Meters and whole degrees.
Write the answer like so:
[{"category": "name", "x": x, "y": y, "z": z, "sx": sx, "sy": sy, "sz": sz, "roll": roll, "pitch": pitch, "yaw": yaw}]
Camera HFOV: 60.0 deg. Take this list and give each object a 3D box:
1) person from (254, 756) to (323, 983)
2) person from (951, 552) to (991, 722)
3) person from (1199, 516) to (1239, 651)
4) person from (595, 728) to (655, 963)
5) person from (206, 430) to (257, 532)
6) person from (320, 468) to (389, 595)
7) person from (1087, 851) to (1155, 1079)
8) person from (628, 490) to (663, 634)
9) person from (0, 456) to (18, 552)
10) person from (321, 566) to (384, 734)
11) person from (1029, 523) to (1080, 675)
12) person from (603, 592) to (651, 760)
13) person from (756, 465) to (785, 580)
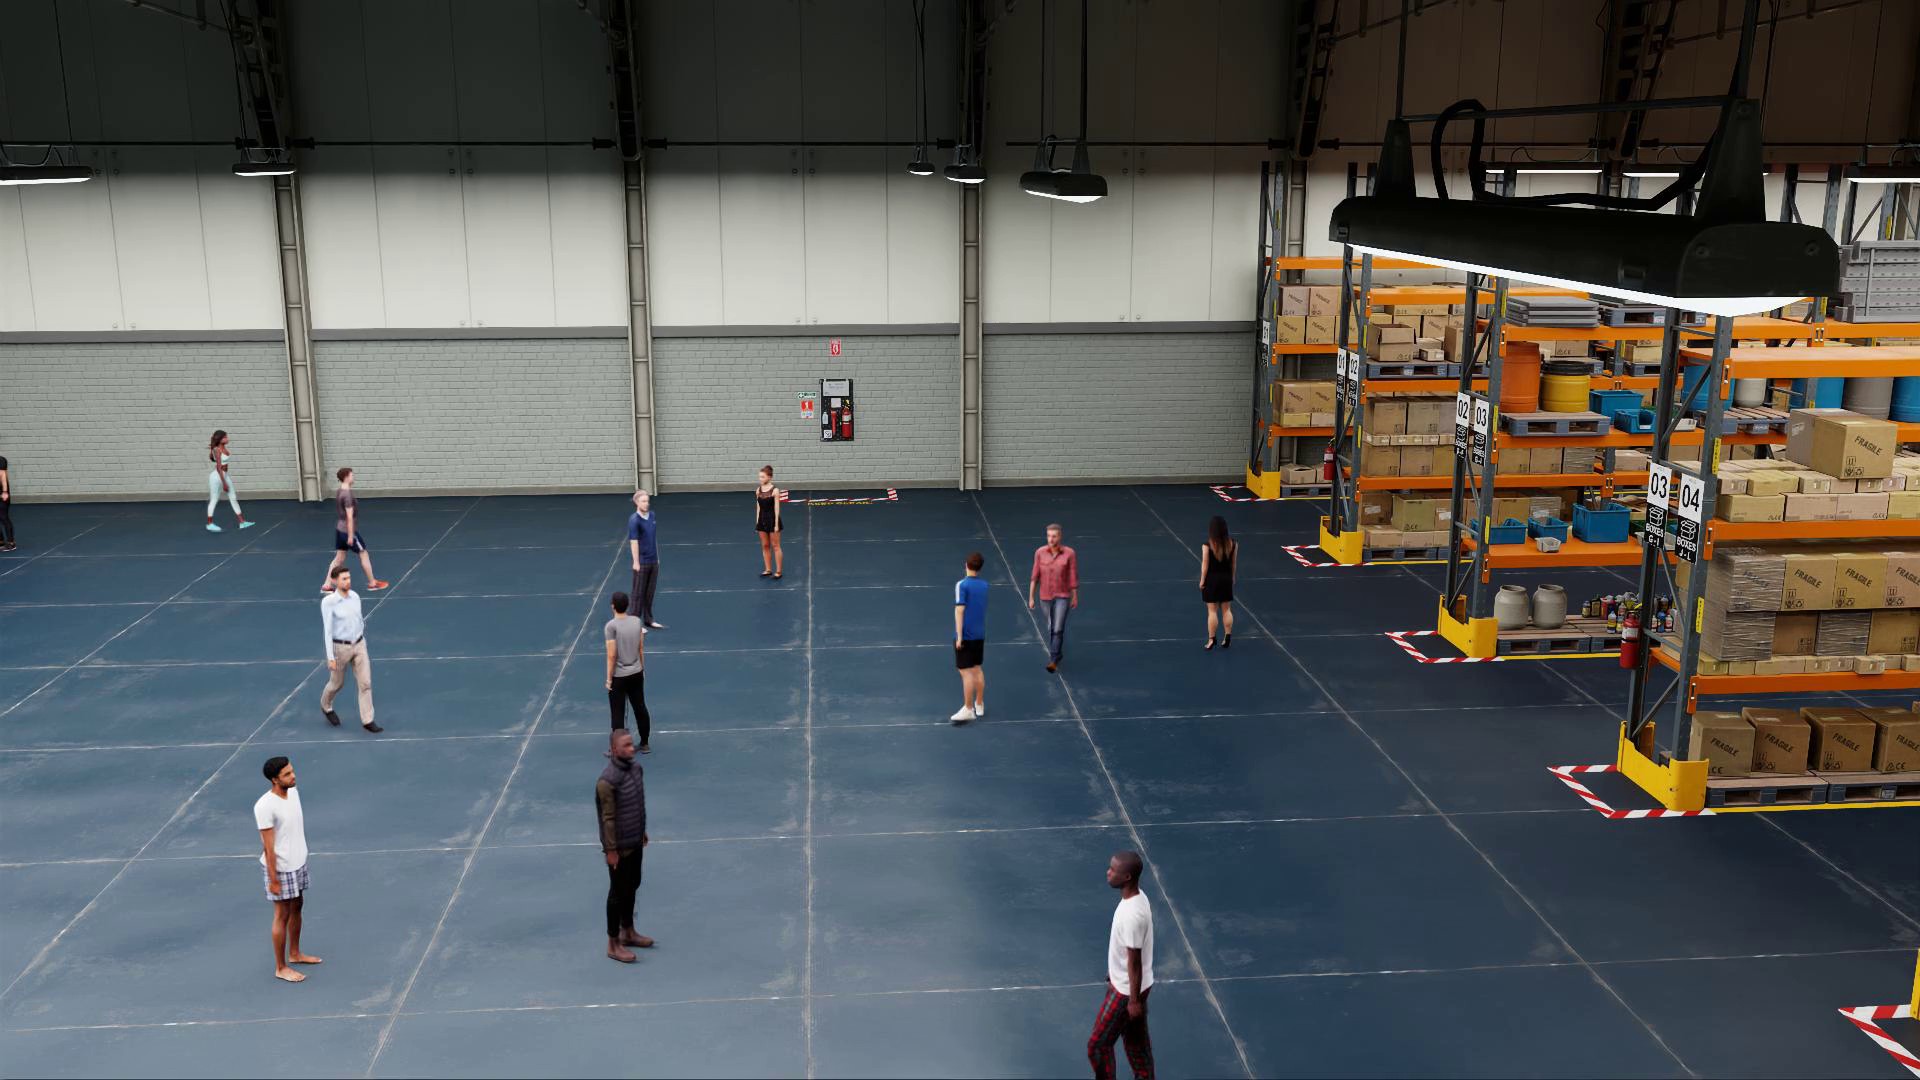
[{"category": "person", "x": -5.120, "y": 2.455, "z": 12.610, "sx": 0.589, "sy": 1.735, "sz": 0.673, "roll": 1, "pitch": 13, "yaw": 5}, {"category": "person", "x": 0.117, "y": 1.073, "z": 18.357, "sx": 0.904, "sy": 1.833, "sz": 0.874, "roll": 6, "pitch": 14, "yaw": 25}, {"category": "person", "x": 3.256, "y": 0.546, "z": 20.904, "sx": 0.617, "sy": 1.713, "sz": 0.768, "roll": -4, "pitch": 14, "yaw": -18}, {"category": "person", "x": -2.606, "y": 2.335, "z": 12.903, "sx": 0.718, "sy": 1.835, "sz": 0.772, "roll": 4, "pitch": 14, "yaw": 17}, {"category": "person", "x": -12.296, "y": -0.967, "z": 27.489, "sx": 1.056, "sy": 1.688, "sz": 0.652, "roll": 0, "pitch": 13, "yaw": 1}, {"category": "person", "x": -8.702, "y": -0.079, "z": 23.394, "sx": 1.270, "sy": 1.806, "sz": 1.104, "roll": -11, "pitch": 17, "yaw": -38}, {"category": "person", "x": 1.170, "y": 2.867, "z": 10.641, "sx": 0.828, "sy": 1.819, "sz": 0.782, "roll": 2, "pitch": 13, "yaw": 9}, {"category": "person", "x": -4.134, "y": 0.266, "z": 21.765, "sx": 0.745, "sy": 1.870, "sz": 0.738, "roll": 7, "pitch": 15, "yaw": 27}, {"category": "person", "x": -15.167, "y": -0.753, "z": 26.176, "sx": 0.671, "sy": 1.865, "sz": 0.817, "roll": 4, "pitch": 14, "yaw": 19}, {"category": "person", "x": -6.663, "y": 1.176, "z": 17.935, "sx": 1.246, "sy": 1.823, "sz": 1.146, "roll": 10, "pitch": 16, "yaw": 36}, {"category": "person", "x": 1.173, "y": 0.684, "z": 20.136, "sx": 1.223, "sy": 1.789, "sz": 1.109, "roll": 5, "pitch": 14, "yaw": 19}, {"category": "person", "x": -3.459, "y": 1.387, "z": 17.189, "sx": 0.760, "sy": 1.750, "sz": 0.695, "roll": 11, "pitch": 17, "yaw": 40}, {"category": "person", "x": -2.801, "y": -0.268, "z": 24.489, "sx": 0.671, "sy": 1.680, "sz": 0.751, "roll": 8, "pitch": 15, "yaw": 31}]
